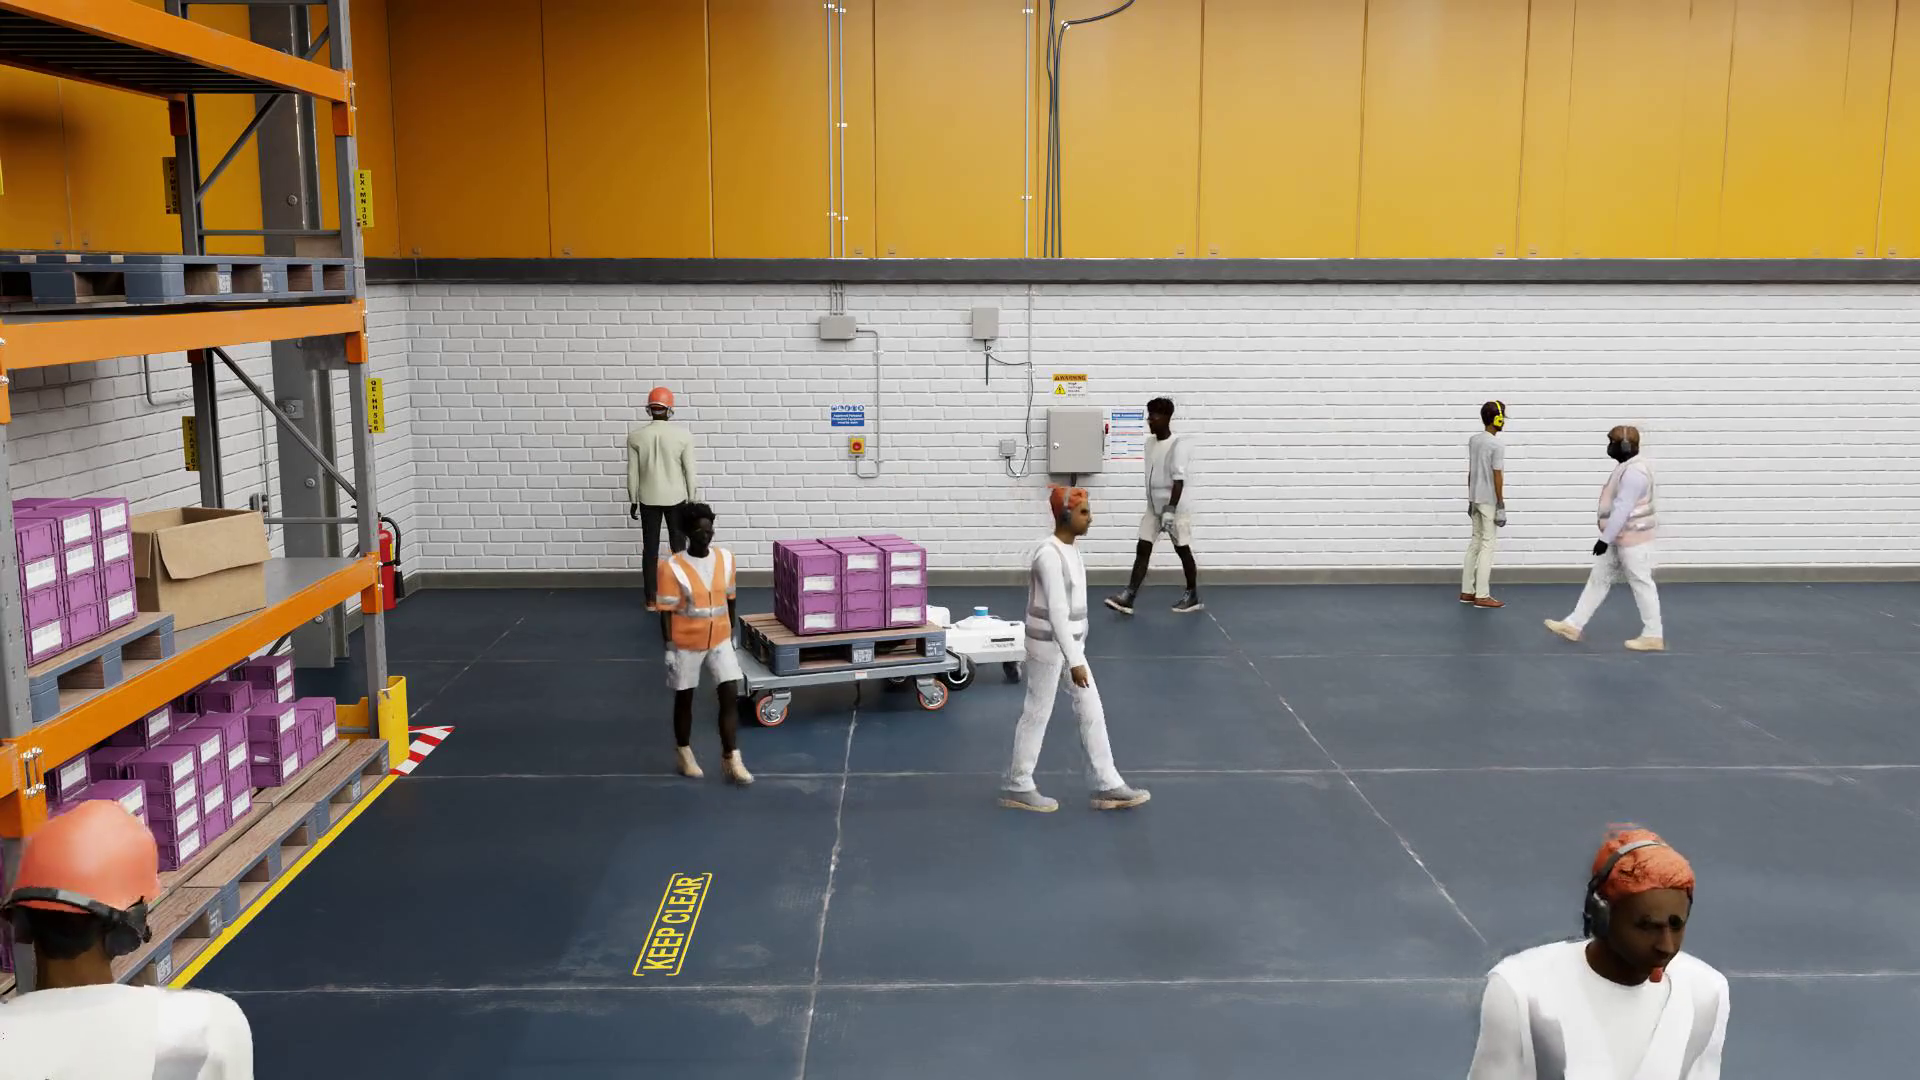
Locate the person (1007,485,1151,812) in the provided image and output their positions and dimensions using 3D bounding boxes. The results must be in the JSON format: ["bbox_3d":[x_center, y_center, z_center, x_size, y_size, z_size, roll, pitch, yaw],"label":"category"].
[{"bbox_3d":[0.655,0.628,9.180,0.887,1.846,0.578,4,10,23],"label":"person"}]

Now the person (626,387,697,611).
[{"bbox_3d":[-2.642,-0.363,14.787,0.614,1.993,0.395,0,9,-1],"label":"person"}]

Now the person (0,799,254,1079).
[{"bbox_3d":[-1.687,1.517,3.256,0.645,2.023,0.425,-3,10,-19],"label":"person"}]

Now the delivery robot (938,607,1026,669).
[{"bbox_3d":[0.155,0.732,12.193,0.707,0.478,0.477,-2,9,-13],"label":"delivery robot"}]

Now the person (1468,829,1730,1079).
[{"bbox_3d":[1.388,1.493,3.854,0.607,1.855,0.734,-1,9,-5],"label":"person"}]

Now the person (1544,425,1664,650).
[{"bbox_3d":[5.217,-0.017,13.288,0.932,1.791,0.623,2,9,11],"label":"person"}]

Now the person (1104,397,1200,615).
[{"bbox_3d":[1.735,-0.285,14.529,0.987,1.911,0.626,-6,11,-33],"label":"person"}]

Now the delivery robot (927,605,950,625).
[{"bbox_3d":[-0.349,0.665,12.604,0.477,0.478,0.707,4,10,22],"label":"delivery robot"}]

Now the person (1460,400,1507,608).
[{"bbox_3d":[4.735,-0.321,14.955,0.315,1.861,0.515,-2,10,-13],"label":"person"}]

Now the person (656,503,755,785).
[{"bbox_3d":[-1.482,0.621,9.718,0.555,1.665,0.727,-7,11,-35],"label":"person"}]
